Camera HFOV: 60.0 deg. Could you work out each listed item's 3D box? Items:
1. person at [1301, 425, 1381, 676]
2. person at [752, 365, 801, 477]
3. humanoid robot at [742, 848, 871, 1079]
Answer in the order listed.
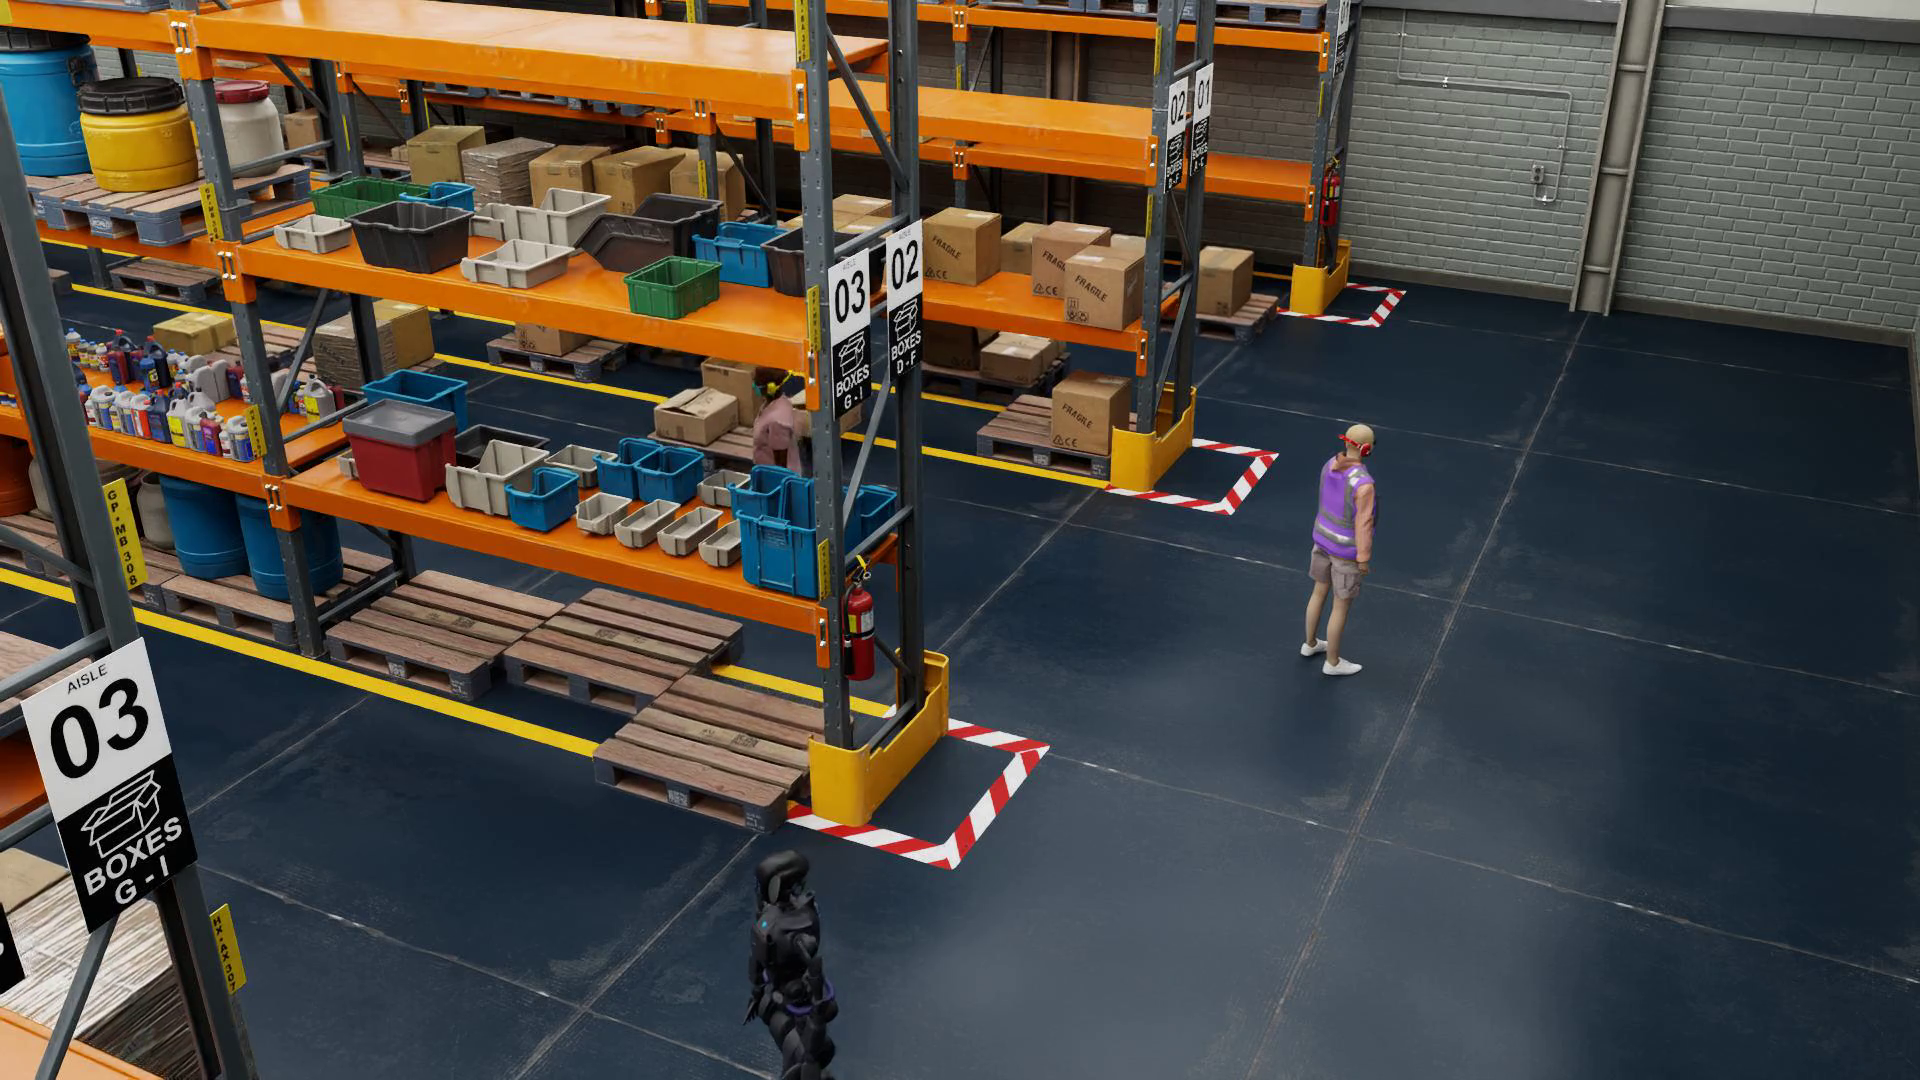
[{"bbox_3d":[2.430,0.059,10.586,0.350,1.688,0.488,-11,28,-21],"label":"person"},{"bbox_3d":[-1.202,-0.429,11.473,0.800,1.770,0.530,-1,26,-3],"label":"person"},{"bbox_3d":[-0.636,1.940,6.831,0.740,1.641,0.599,-16,31,-30],"label":"humanoid robot"}]
